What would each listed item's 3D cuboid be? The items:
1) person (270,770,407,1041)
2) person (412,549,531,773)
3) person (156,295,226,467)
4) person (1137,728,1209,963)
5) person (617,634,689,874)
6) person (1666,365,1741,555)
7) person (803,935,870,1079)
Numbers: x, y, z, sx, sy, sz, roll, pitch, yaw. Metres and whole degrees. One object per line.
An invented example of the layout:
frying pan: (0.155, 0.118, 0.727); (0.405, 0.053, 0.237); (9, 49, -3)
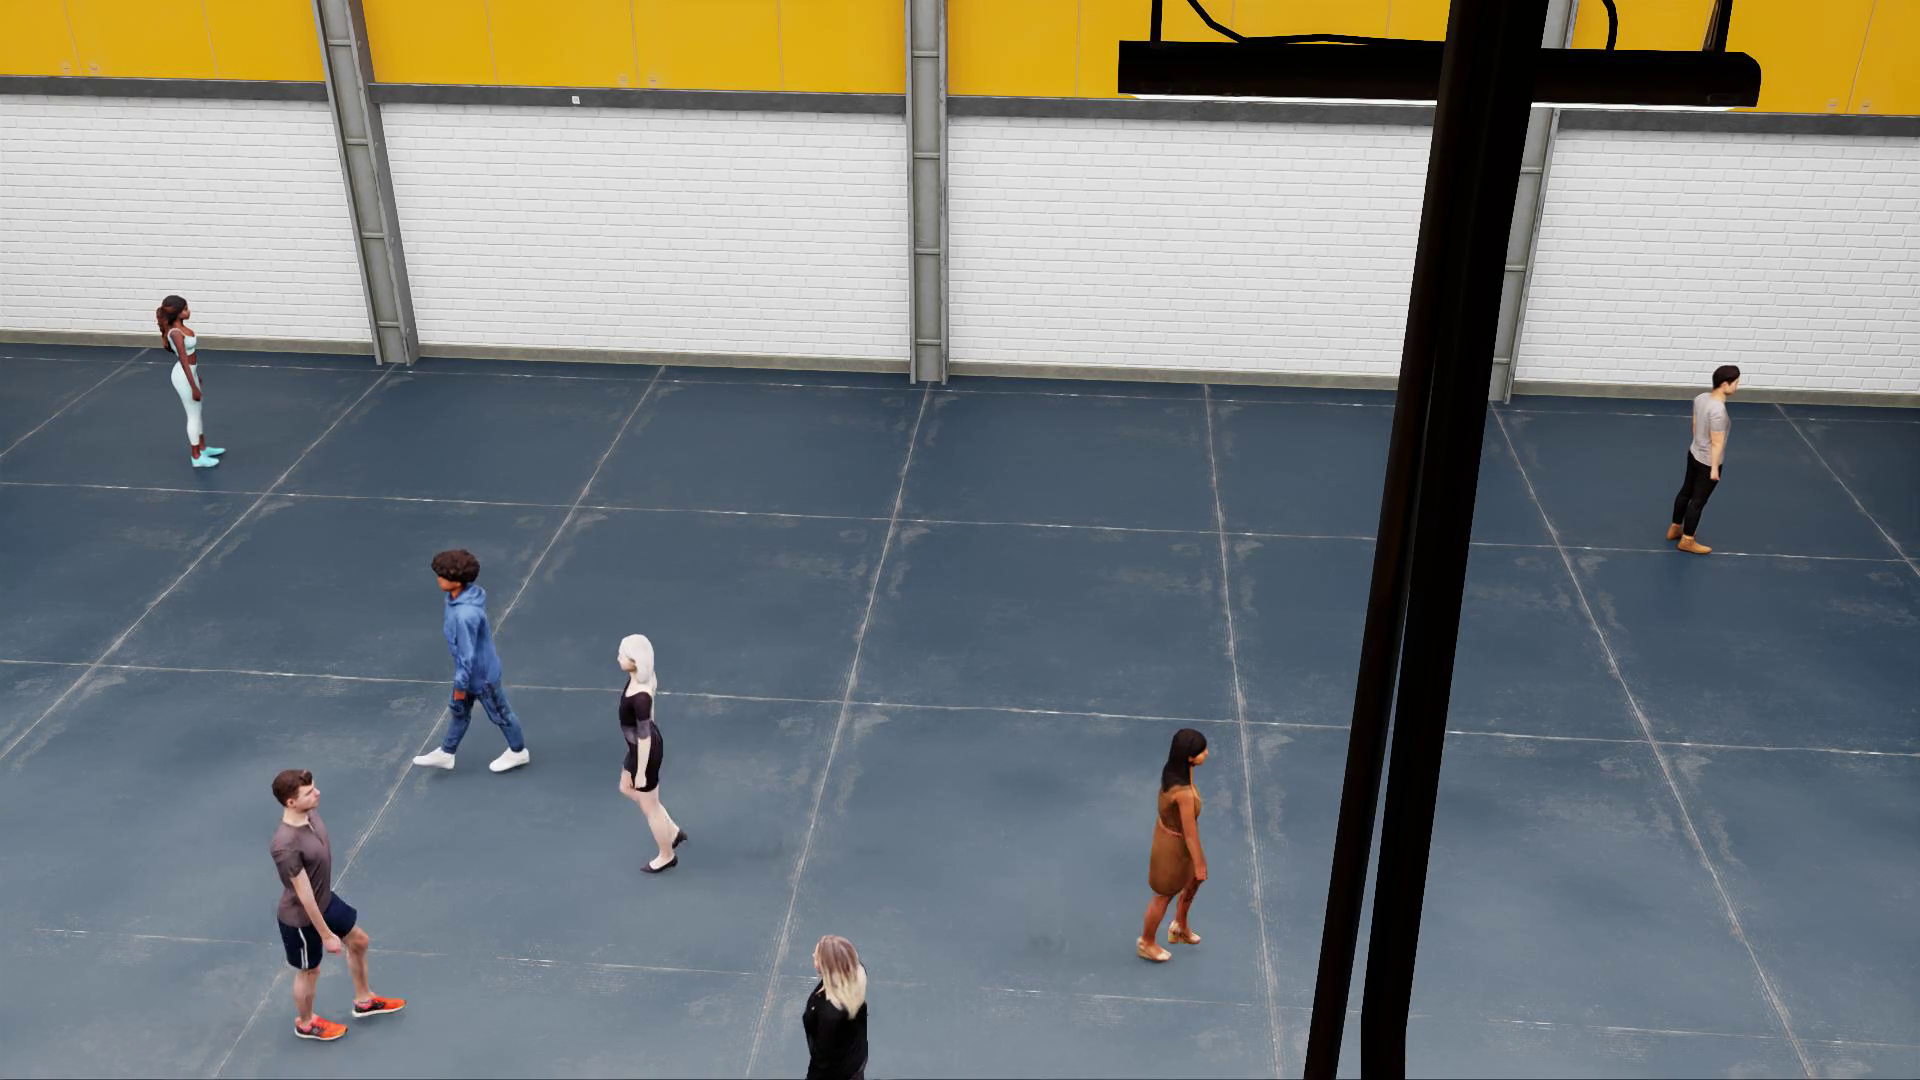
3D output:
person: (-3.710, 2.071, 9.268); (0.852, 1.831, 0.715); (0, 29, 0)
person: (-3.271, 0.858, 11.545); (1.146, 1.780, 0.978); (-11, 30, -19)
person: (-7.431, -1.536, 15.993); (0.663, 1.724, 0.647); (-10, 30, -18)
person: (1.189, 1.839, 9.860); (0.605, 1.671, 0.550); (2, 29, 4)
person: (-1.901, 1.366, 10.571); (0.716, 1.820, 0.692); (-5, 29, -9)
person: (6.499, -0.727, 14.522); (0.538, 1.712, 0.616); (0, 29, 0)
person: (-0.495, 2.676, 8.341); (1.051, 1.656, 0.701); (5, 29, 9)
